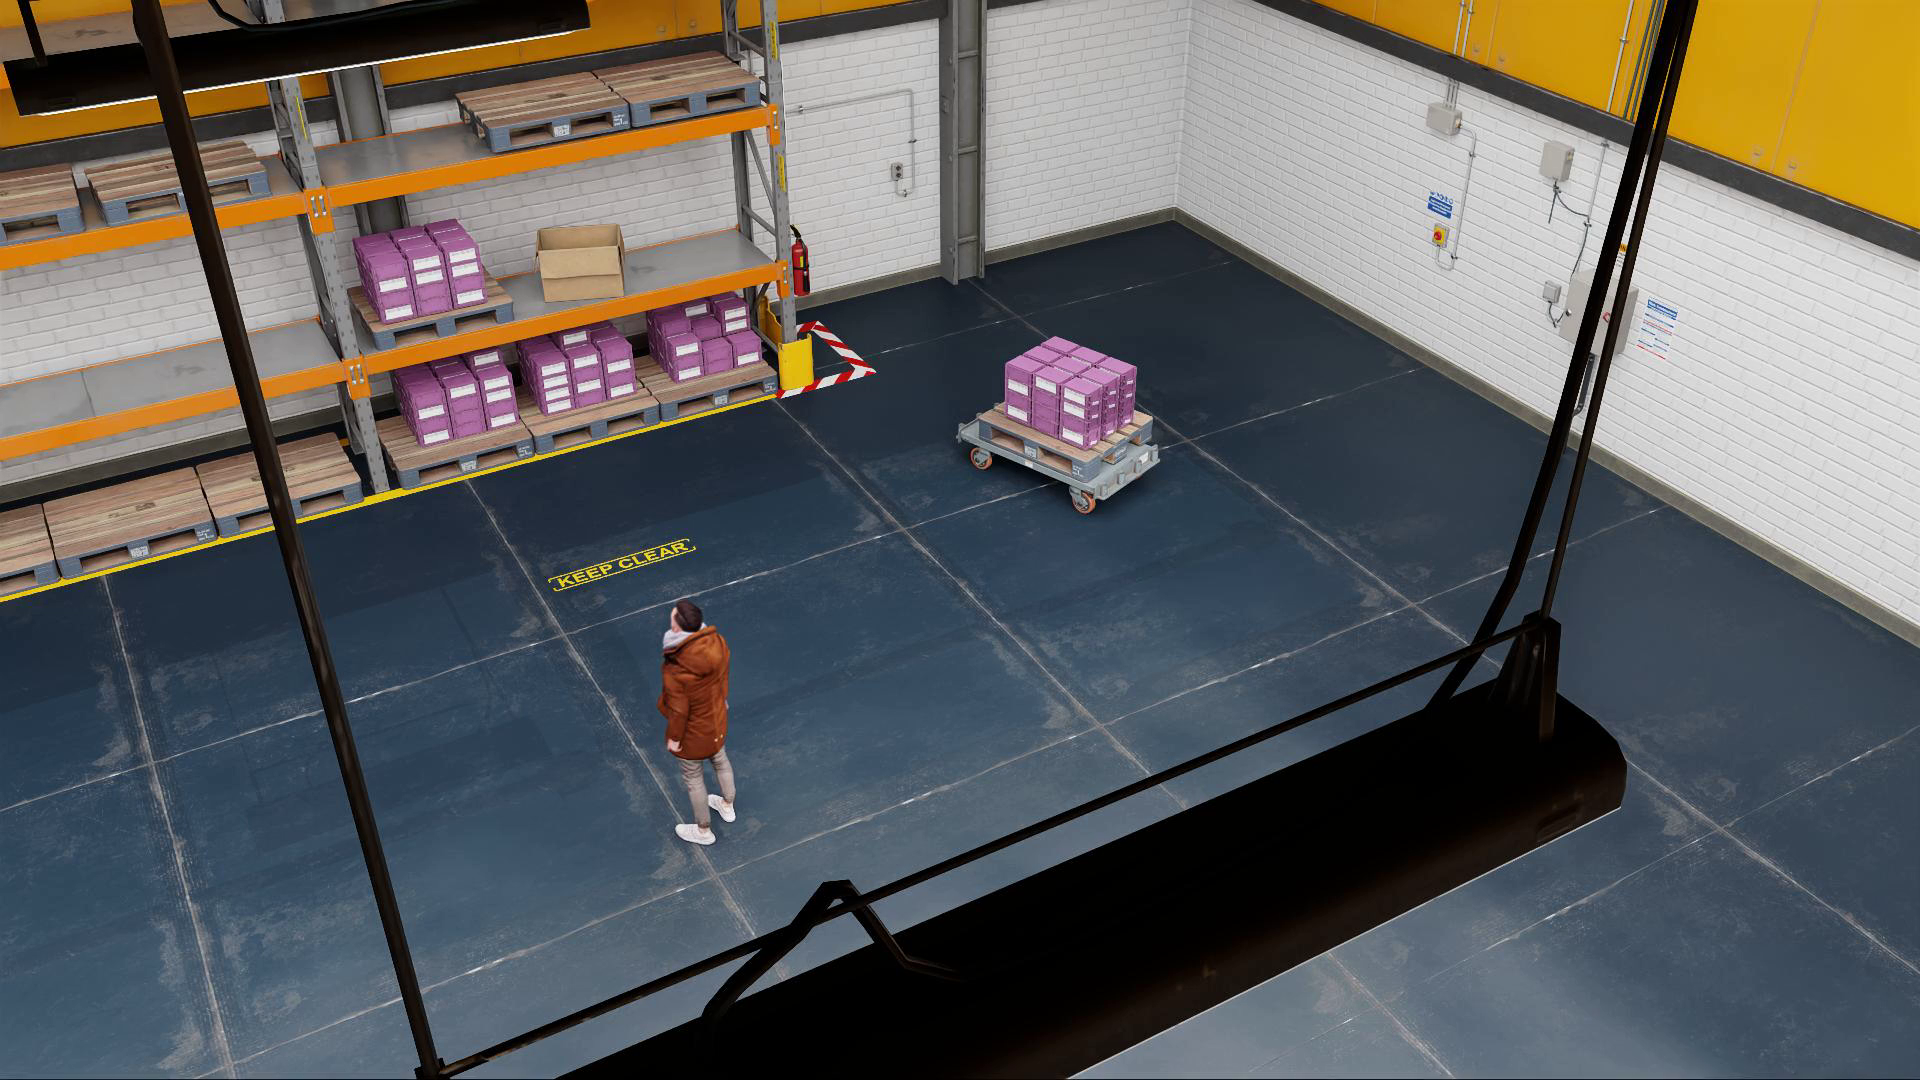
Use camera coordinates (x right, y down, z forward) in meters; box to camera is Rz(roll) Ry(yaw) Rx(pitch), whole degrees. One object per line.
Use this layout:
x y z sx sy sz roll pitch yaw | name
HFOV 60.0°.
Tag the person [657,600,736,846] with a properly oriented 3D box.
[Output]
-1.670 1.158 10.635 0.900 1.837 0.808 19 38 26 | person
